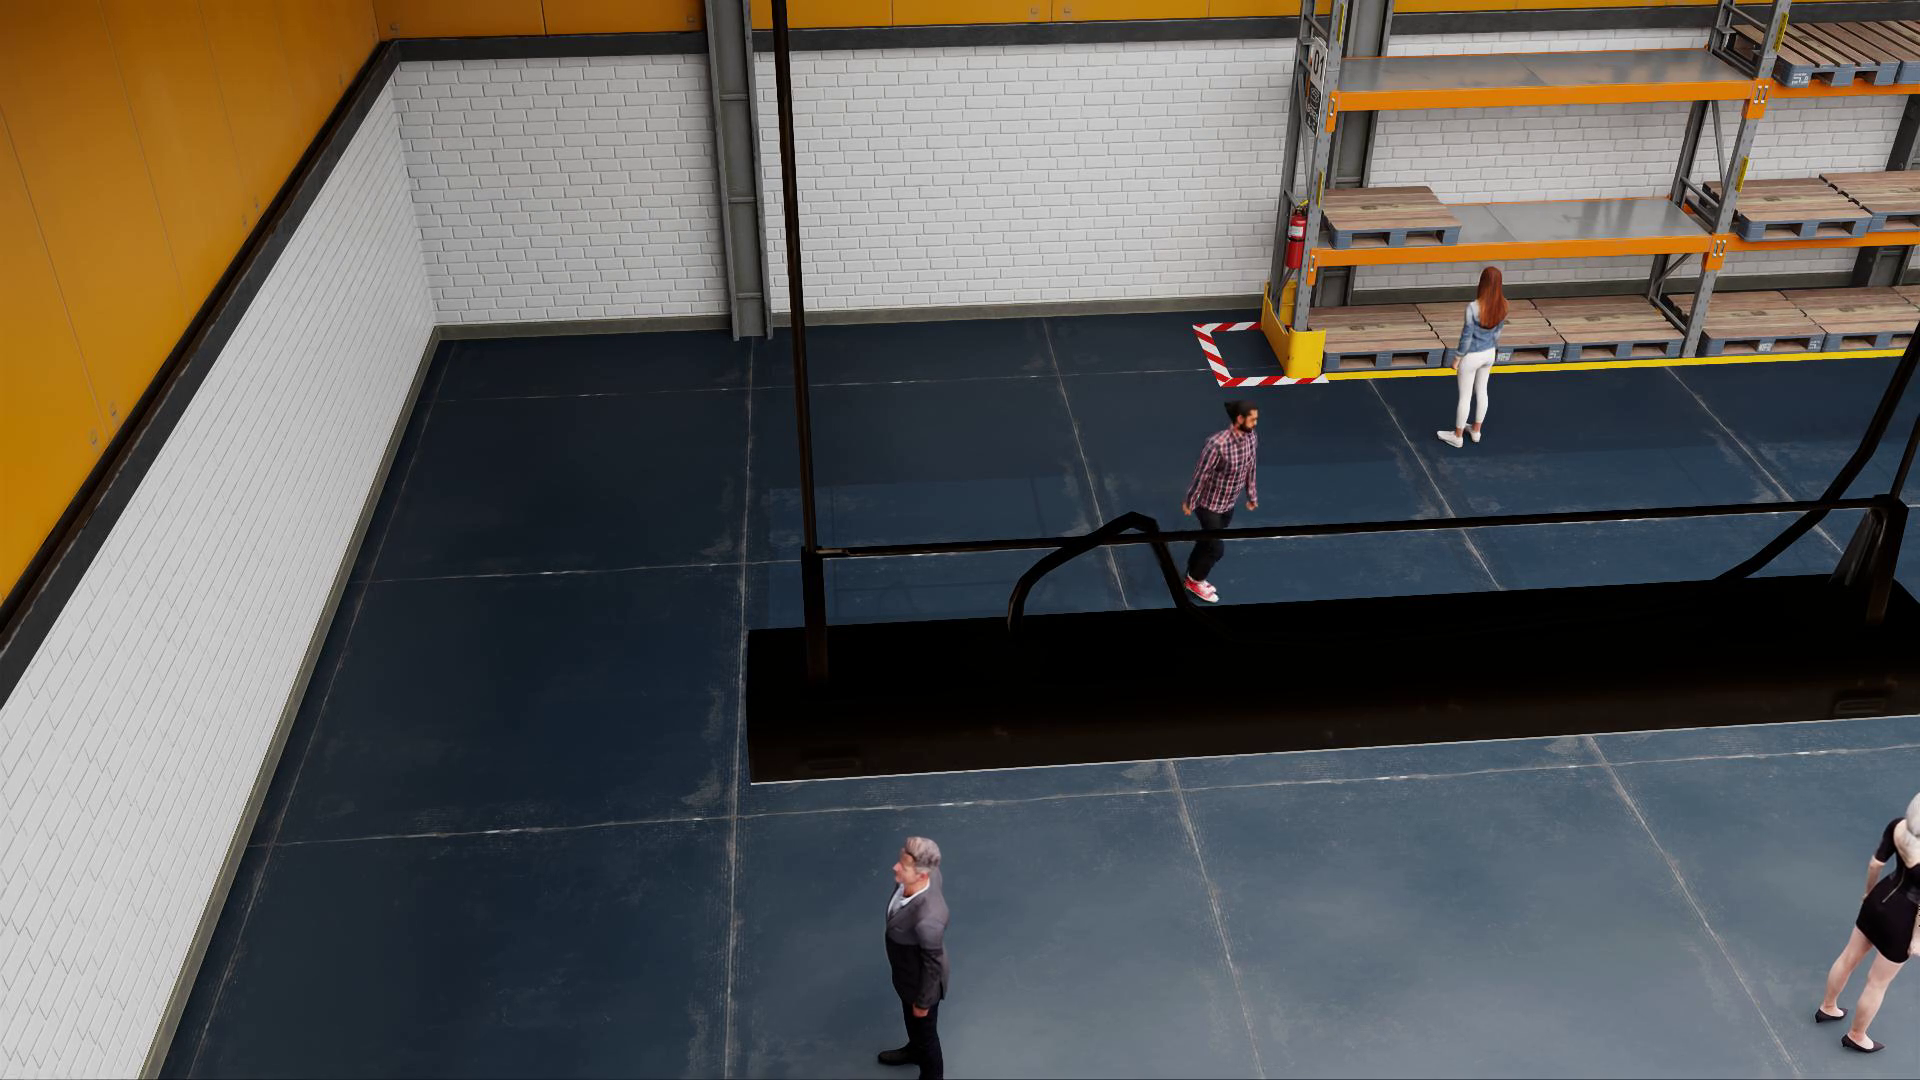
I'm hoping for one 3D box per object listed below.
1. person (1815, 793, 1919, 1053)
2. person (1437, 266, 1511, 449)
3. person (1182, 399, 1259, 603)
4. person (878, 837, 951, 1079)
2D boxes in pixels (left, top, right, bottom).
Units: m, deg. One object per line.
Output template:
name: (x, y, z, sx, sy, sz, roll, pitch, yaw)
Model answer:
person: (5.085, 2.061, 9.082, 0.536, 1.829, 0.597, -7, 34, -11)
person: (4.590, -1.619, 14.733, 0.584, 1.702, 0.740, -15, 37, -22)
person: (1.914, -0.315, 12.750, 0.843, 1.725, 0.909, -22, 40, -30)
person: (-0.231, 2.255, 8.778, 0.640, 1.843, 0.737, -7, 34, -11)
